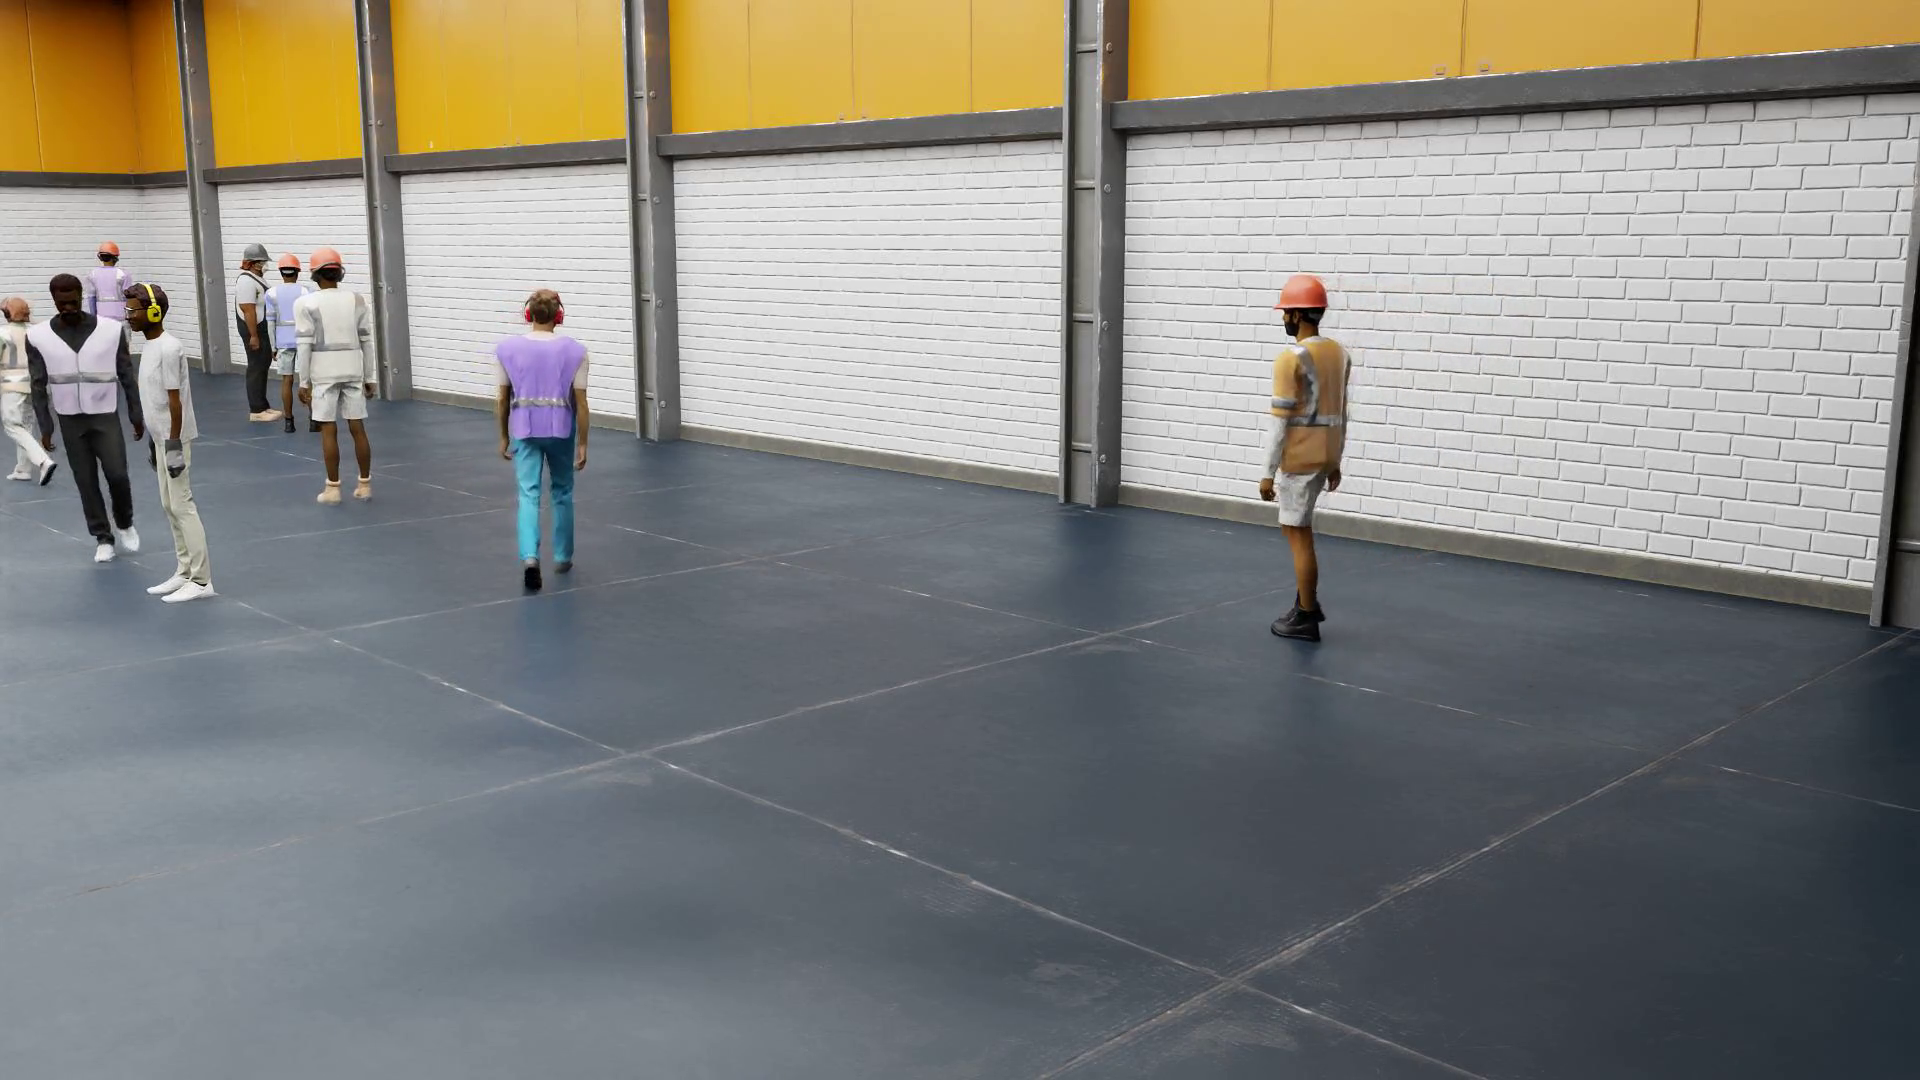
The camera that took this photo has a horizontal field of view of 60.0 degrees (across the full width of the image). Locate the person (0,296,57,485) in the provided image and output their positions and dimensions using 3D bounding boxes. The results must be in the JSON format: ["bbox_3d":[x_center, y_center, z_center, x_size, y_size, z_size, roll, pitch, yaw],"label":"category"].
[{"bbox_3d":[-8.037,-1.278,14.264,0.725,1.616,0.526,3,11,17],"label":"person"}]

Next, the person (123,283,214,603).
[{"bbox_3d":[-4.647,-0.566,9.740,0.330,1.861,0.506,-8,13,-38],"label":"person"}]

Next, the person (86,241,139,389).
[{"bbox_3d":[-11.653,-3.076,22.912,0.607,2.044,0.378,-1,10,-7],"label":"person"}]

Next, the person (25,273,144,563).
[{"bbox_3d":[-5.686,-0.789,10.848,0.628,1.889,0.455,-4,11,-22],"label":"person"}]

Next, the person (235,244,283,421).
[{"bbox_3d":[-8.078,-2.408,19.275,0.536,2.000,0.688,-2,11,-13],"label":"person"}]

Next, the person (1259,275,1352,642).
[{"bbox_3d":[1.756,-0.423,8.760,0.495,1.923,0.569,10,14,43],"label":"person"}]

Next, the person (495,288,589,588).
[{"bbox_3d":[-2.550,-0.634,10.215,0.567,1.816,0.895,-2,11,-12],"label":"person"}]

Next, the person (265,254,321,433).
[{"bbox_3d":[-7.201,-2.124,18.021,0.543,1.933,0.364,-2,11,-13],"label":"person"}]

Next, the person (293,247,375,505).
[{"bbox_3d":[-4.973,-1.300,13.231,0.614,2.038,0.396,-9,14,-41],"label":"person"}]
